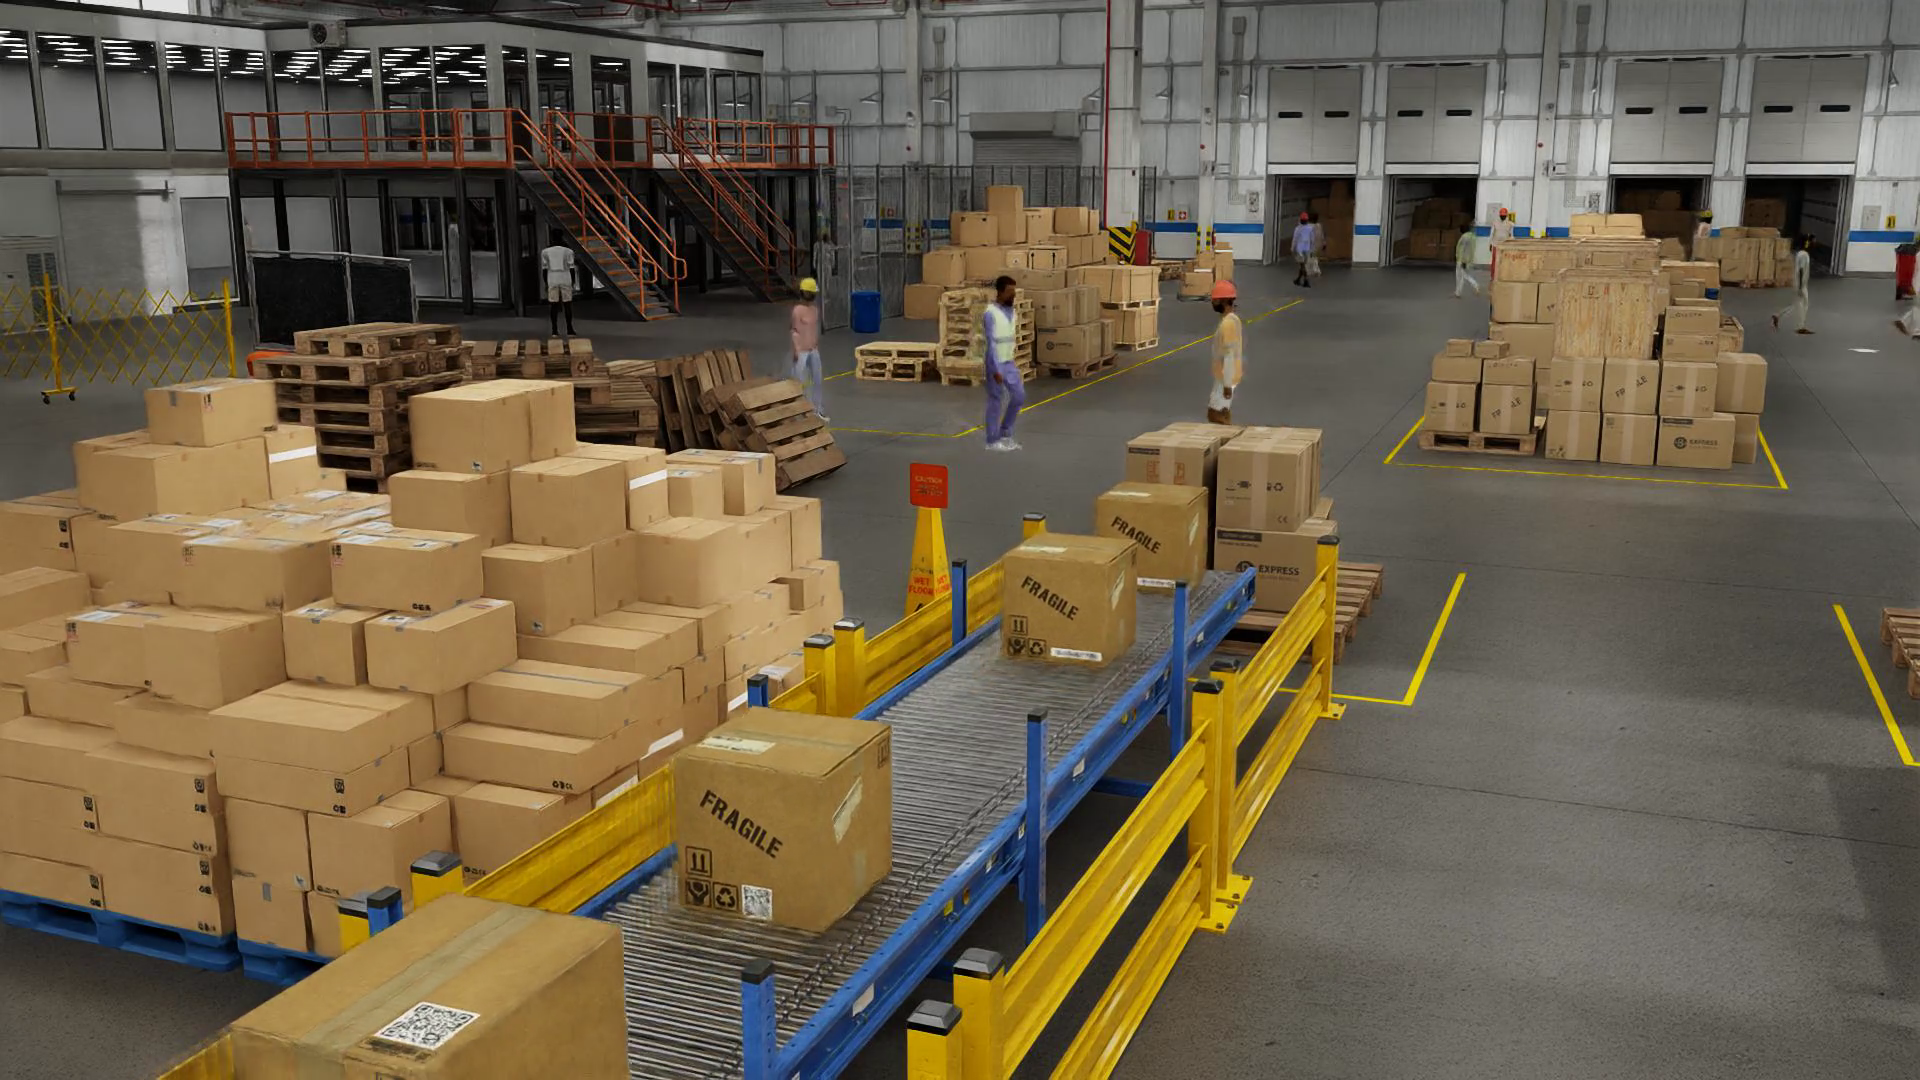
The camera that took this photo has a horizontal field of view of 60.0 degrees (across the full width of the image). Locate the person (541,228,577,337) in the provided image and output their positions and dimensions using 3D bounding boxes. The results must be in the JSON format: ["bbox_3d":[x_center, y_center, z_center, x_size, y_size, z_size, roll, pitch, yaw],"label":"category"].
[{"bbox_3d":[-7.271,-4.672,30.209,0.606,1.966,0.367,0,13,-1],"label":"person"}]

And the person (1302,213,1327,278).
[{"bbox_3d":[10.025,-8.317,46.972,0.633,1.795,0.957,-9,16,-36],"label":"person"}]

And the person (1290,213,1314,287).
[{"bbox_3d":[8.921,-7.533,43.231,0.562,1.889,0.986,-4,13,-16],"label":"person"}]

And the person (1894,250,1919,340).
[{"bbox_3d":[17.102,-4.526,29.652,0.535,1.928,0.629,9,16,36],"label":"person"}]

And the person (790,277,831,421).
[{"bbox_3d":[-1.921,-2.311,20.129,0.725,1.742,0.527,10,16,37],"label":"person"}]

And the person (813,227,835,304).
[{"bbox_3d":[-3.074,-6.215,37.681,0.486,1.727,0.514,-1,13,-4],"label":"person"}]

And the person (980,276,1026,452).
[{"bbox_3d":[0.462,-1.873,17.817,0.500,1.894,0.598,9,15,35],"label":"person"}]

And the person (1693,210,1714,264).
[{"bbox_3d":[20.473,-8.140,45.925,0.843,1.904,0.589,2,13,10],"label":"person"}]

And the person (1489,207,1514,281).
[{"bbox_3d":[14.696,-8.024,45.187,0.610,1.993,0.380,5,13,19],"label":"person"}]

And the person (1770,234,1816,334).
[{"bbox_3d":[15.489,-4.730,30.758,0.679,1.843,0.528,4,13,17],"label":"person"}]

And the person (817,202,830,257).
[{"bbox_3d":[-4.629,-10.398,56.014,0.677,1.918,0.605,5,13,19],"label":"person"}]

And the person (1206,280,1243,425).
[{"bbox_3d":[2.690,-1.633,16.676,0.504,1.925,0.547,3,13,13],"label":"person"}]

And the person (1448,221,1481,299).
[{"bbox_3d":[11.886,-6.579,39.075,0.609,1.830,0.640,7,14,27],"label":"person"}]
